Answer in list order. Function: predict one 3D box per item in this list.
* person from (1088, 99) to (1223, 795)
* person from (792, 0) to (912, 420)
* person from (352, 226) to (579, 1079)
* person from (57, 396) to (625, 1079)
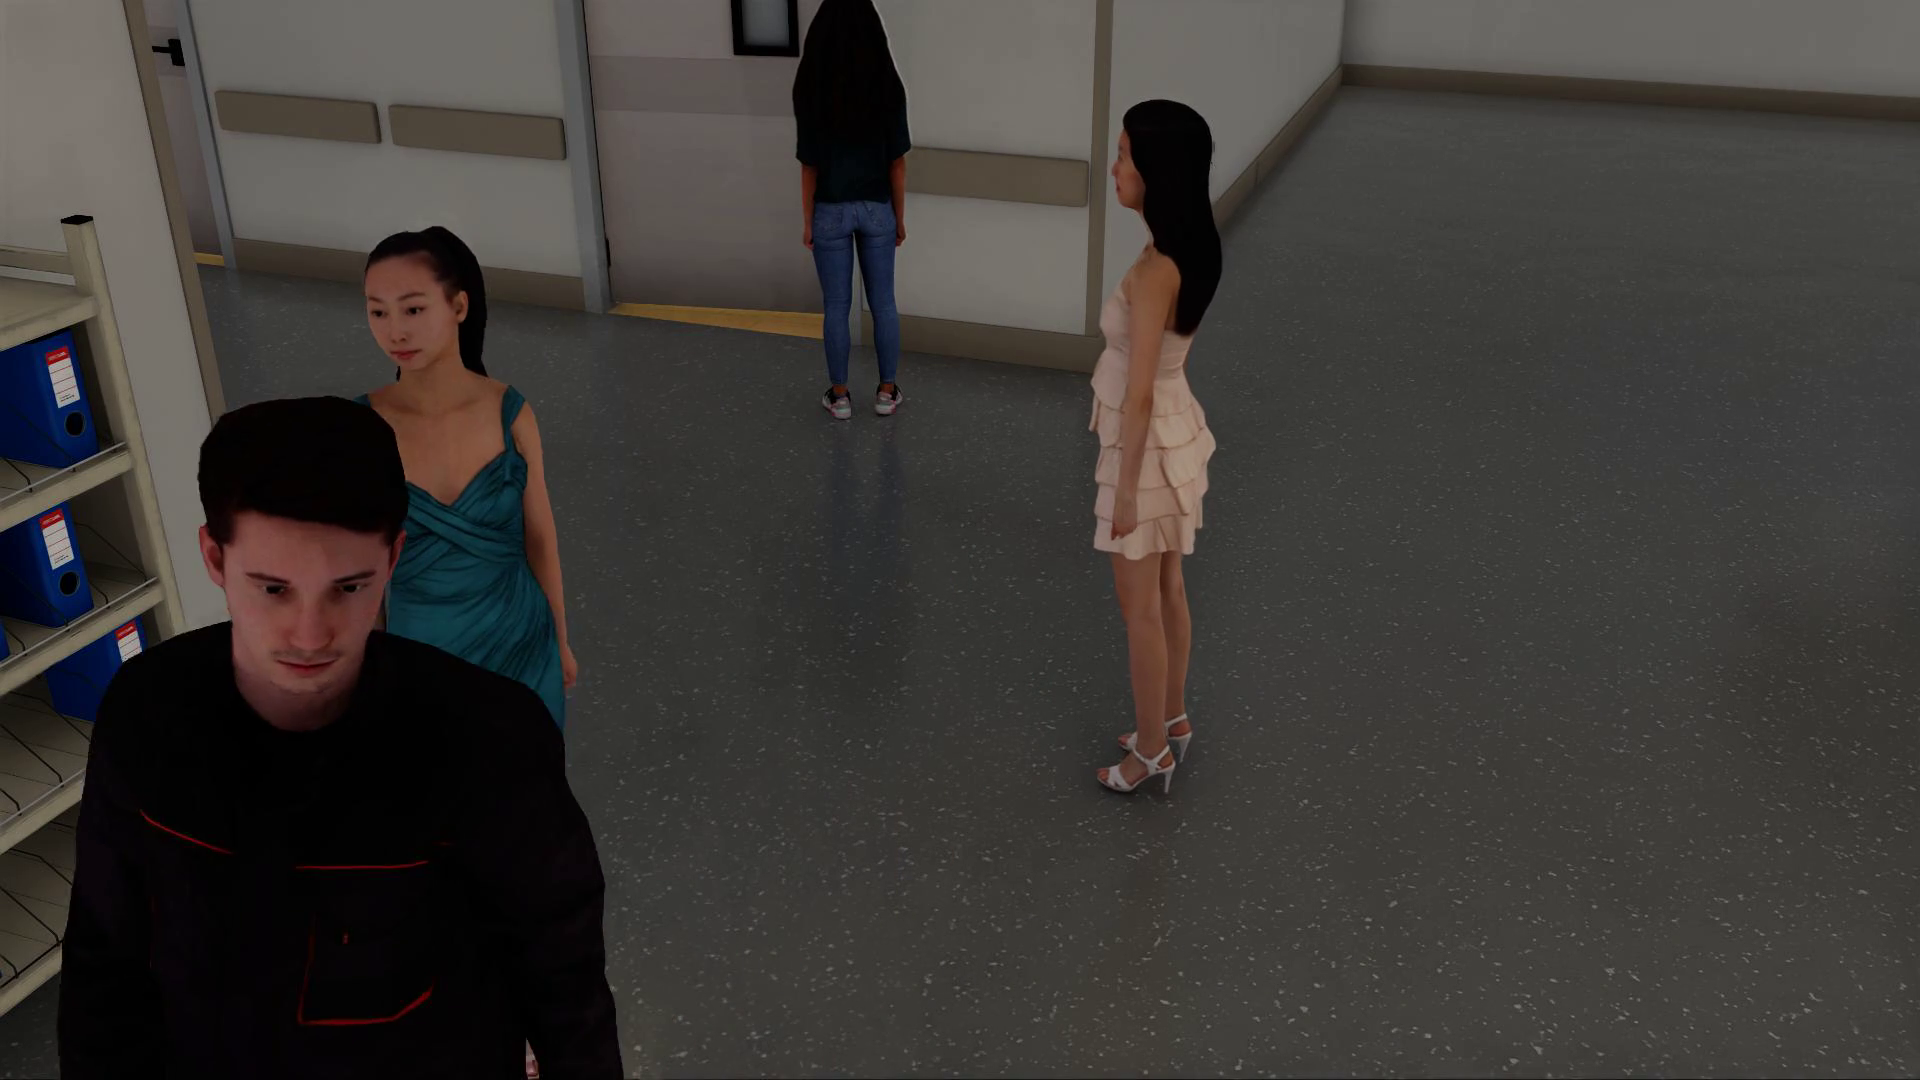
[{"bbox_3d":[0.476,-0.175,3.995,0.629,1.733,0.462,11,28,21],"label":"person"},{"bbox_3d":[-0.413,-1.265,6.389,0.703,1.615,0.733,-4,26,-8],"label":"person"},{"bbox_3d":[-0.958,0.211,3.273,0.896,1.665,1.064,-6,26,-11],"label":"person"},{"bbox_3d":[-0.663,0.694,2.035,0.736,1.870,1.268,8,27,16],"label":"person"}]
